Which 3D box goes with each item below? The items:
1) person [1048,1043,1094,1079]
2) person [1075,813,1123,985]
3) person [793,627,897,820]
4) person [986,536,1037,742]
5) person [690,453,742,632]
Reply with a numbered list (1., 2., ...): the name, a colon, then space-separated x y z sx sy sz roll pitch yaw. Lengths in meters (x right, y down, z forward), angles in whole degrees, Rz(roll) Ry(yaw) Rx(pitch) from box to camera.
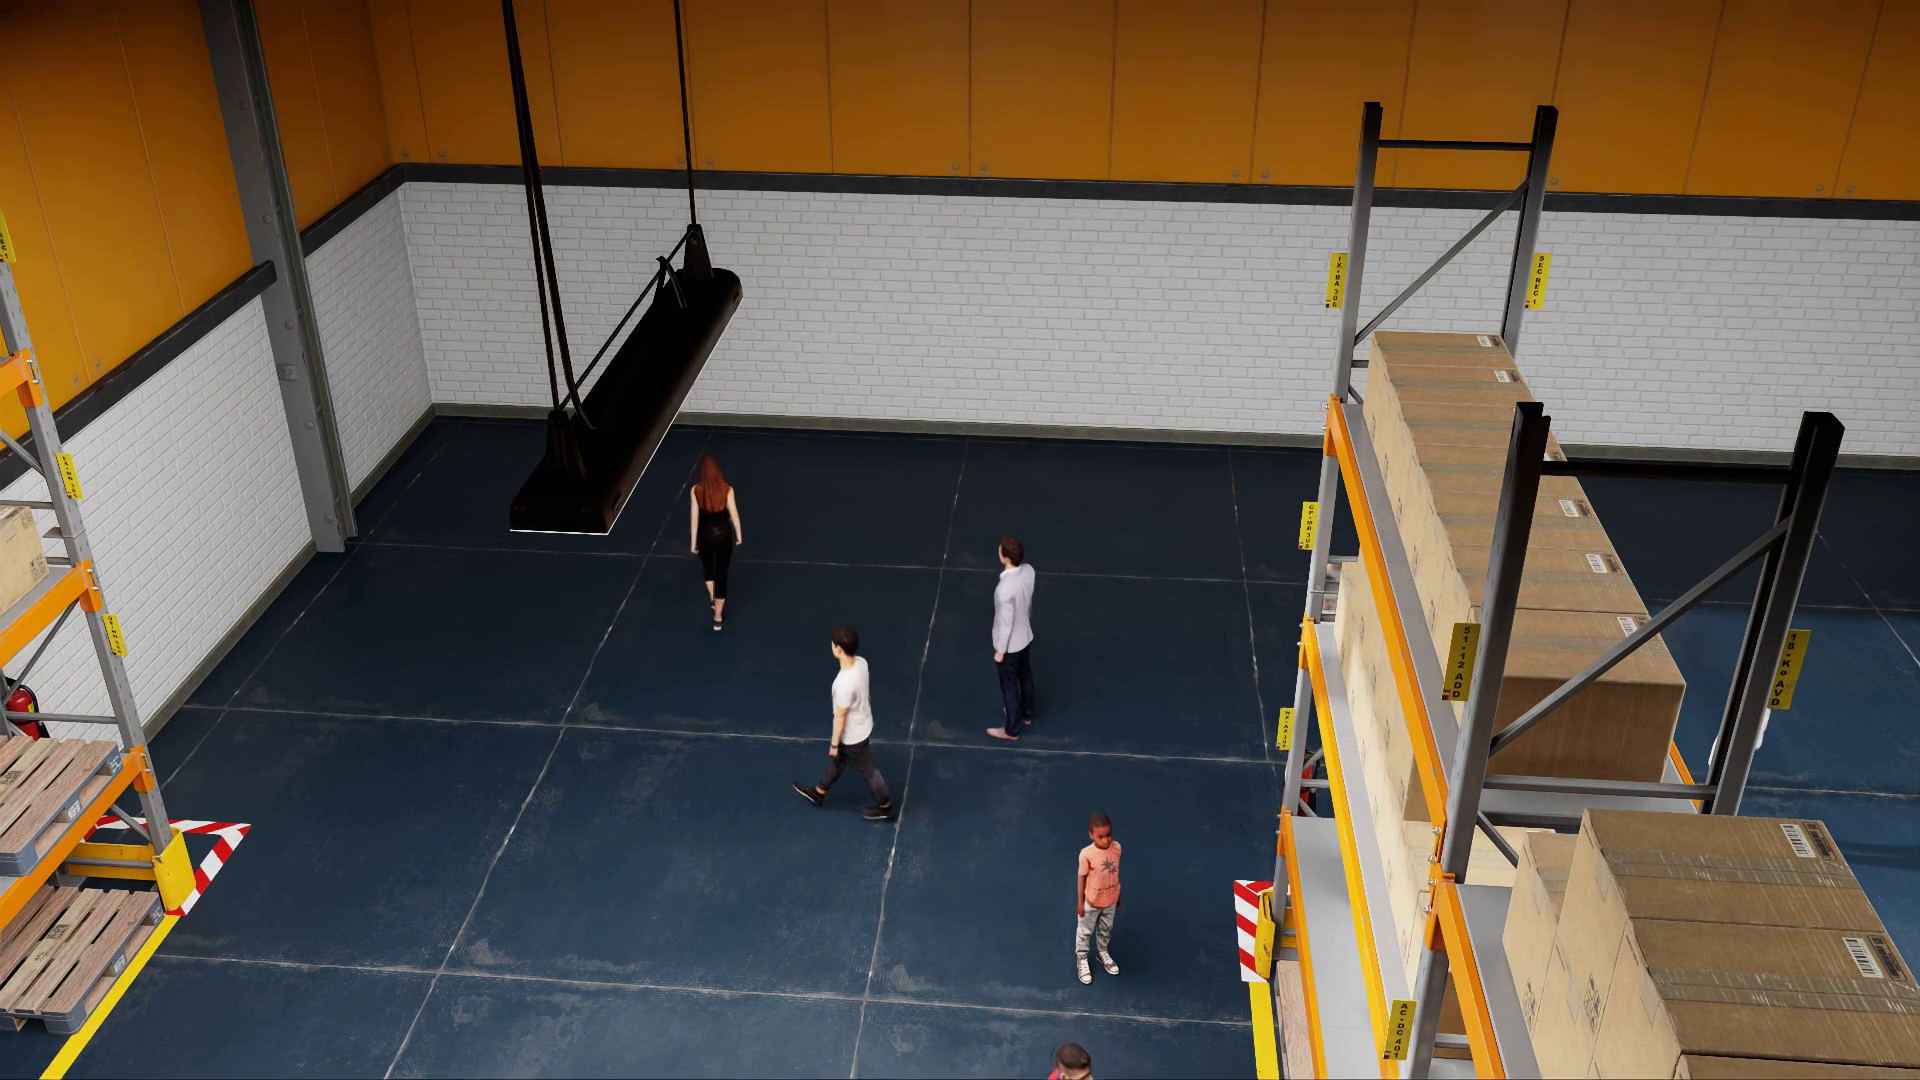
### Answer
1. person: 0.570 3.414 9.054 0.757 1.757 0.580 11 31 20
2. person: 0.941 2.412 11.357 0.557 1.311 0.585 -11 31 -20
3. person: -0.724 1.456 12.729 0.773 1.676 1.019 5 29 8
4. person: 0.443 0.803 13.747 0.814 1.848 0.651 14 32 25
5. person: -2.274 0.044 15.287 0.611 1.707 0.861 1 29 2
